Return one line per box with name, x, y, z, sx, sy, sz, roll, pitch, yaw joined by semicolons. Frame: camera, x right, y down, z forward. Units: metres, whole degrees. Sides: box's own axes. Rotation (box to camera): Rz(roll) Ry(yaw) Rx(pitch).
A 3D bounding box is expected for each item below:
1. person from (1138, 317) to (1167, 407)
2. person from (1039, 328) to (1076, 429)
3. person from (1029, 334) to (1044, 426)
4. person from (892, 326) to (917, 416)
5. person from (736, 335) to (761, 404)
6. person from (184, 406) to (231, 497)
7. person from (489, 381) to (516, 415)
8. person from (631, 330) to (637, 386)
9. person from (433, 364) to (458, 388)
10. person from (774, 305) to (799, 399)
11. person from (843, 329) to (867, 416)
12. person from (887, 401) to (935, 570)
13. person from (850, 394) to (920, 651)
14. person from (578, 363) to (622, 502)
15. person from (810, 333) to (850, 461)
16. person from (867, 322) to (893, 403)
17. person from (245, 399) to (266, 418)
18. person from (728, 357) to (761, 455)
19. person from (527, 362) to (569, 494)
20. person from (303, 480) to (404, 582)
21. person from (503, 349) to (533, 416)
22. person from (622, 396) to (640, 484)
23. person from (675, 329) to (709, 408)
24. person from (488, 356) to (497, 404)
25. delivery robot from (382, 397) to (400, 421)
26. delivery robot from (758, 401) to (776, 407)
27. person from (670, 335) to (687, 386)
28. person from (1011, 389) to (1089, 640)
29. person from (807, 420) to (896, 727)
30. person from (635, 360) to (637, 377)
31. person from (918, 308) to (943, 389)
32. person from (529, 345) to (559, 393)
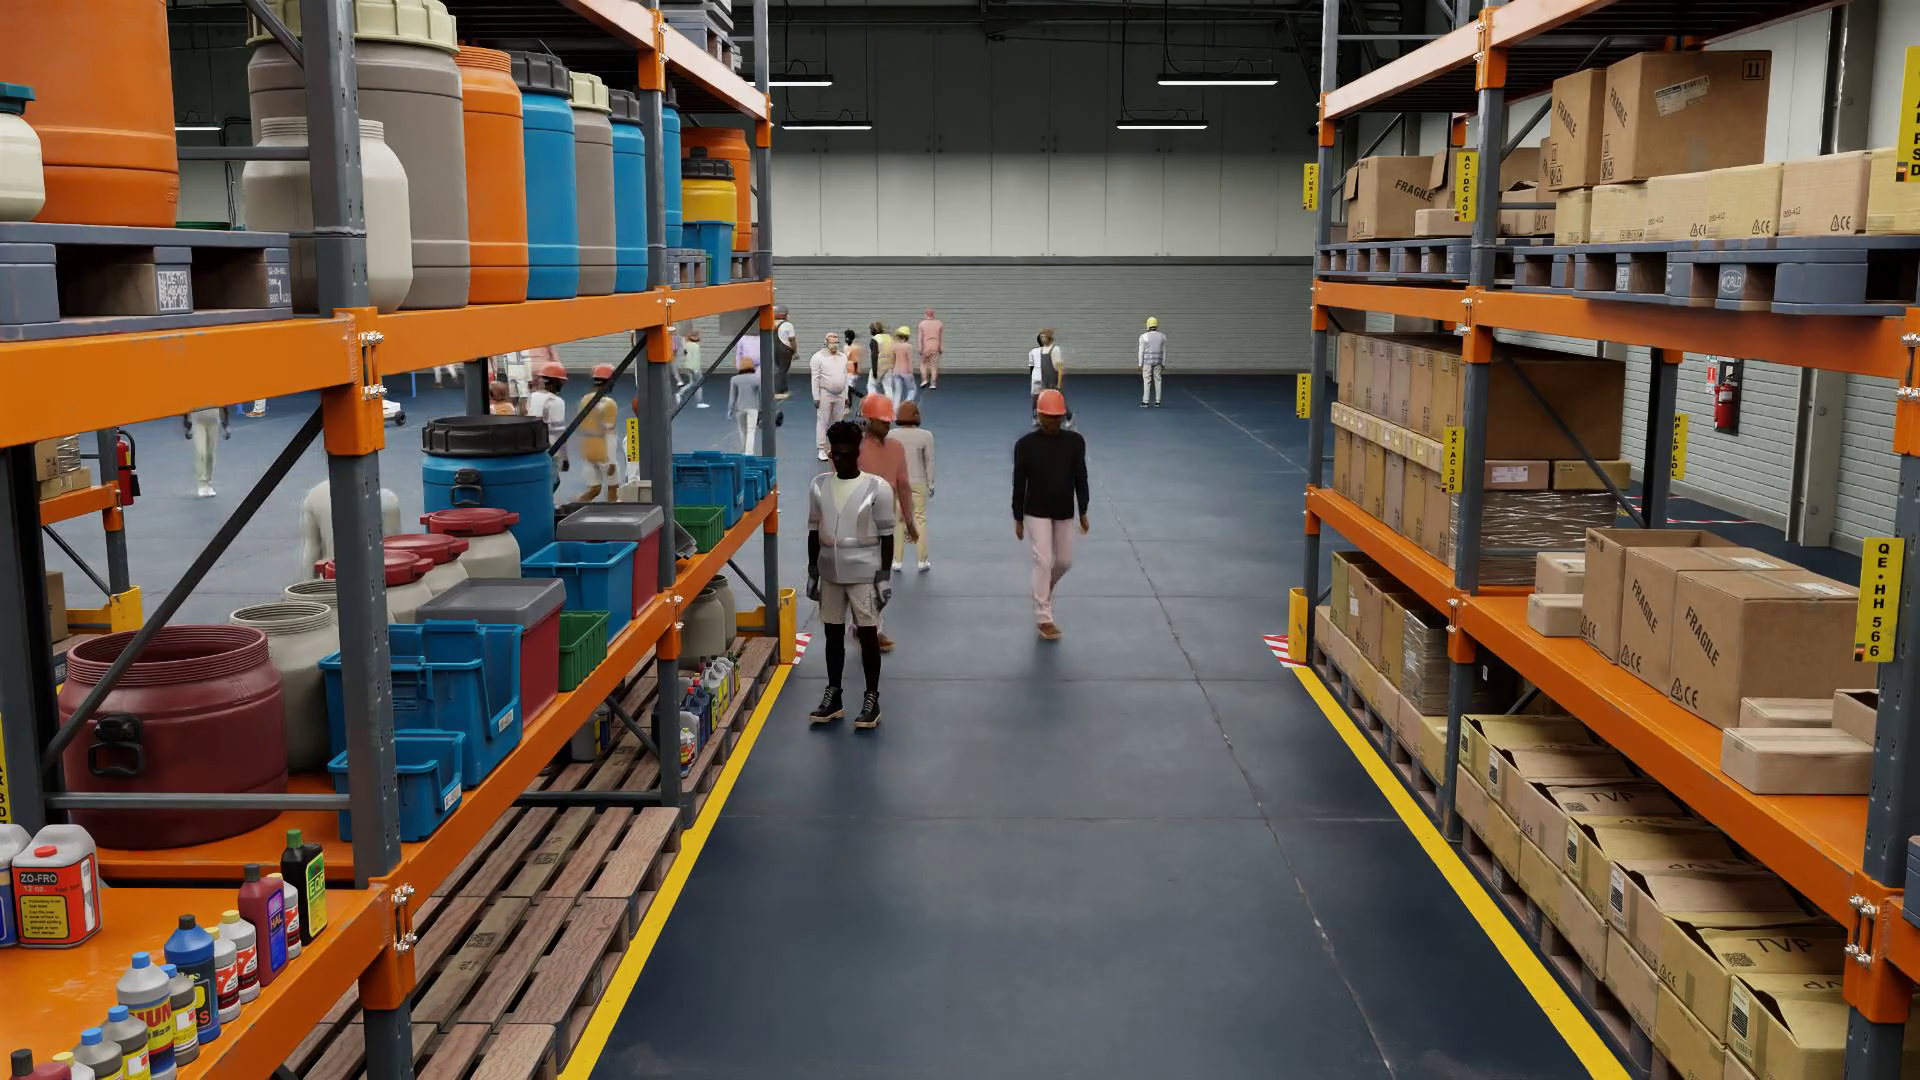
person;3.926;-3.637;34.042;0.594;1.837;0.404;-2;10;-14
person;1.632;-2.749;28.793;0.665;1.815;0.558;-7;12;-35
person;1.492;-2.899;30.051;0.532;1.693;0.319;7;11;34
person;-1.041;-3.145;31.341;0.545;1.748;0.527;8;12;40
person;-4.001;-3.340;32.148;0.650;1.880;0.502;-1;10;-9
person;-9.481;-1.445;20.926;0.510;1.835;0.660;-7;12;-36
person;-5.277;-0.998;18.864;0.632;1.613;0.534;6;11;33
person;-7.656;-4.647;39.994;0.524;1.871;0.322;0;9;-1
person;-12.218;-4.521;39.144;0.711;1.899;0.647;7;12;35
person;-3.790;-4.099;36.323;0.682;2.000;0.871;8;12;40
person;-2.034;-3.254;32.202;0.620;1.678;0.542;-4;10;-22
person;-0.496;-0.522;15.990;0.507;1.631;0.275;0;9;0
person;-0.621;-0.120;12.580;0.483;1.969;0.624;8;12;39
person;-3.820;-0.903;17.441;0.568;1.913;0.712;8;12;40
person;-1.924;-2.154;24.952;0.642;1.907;0.410;-7;12;-38
person;-1.589;-3.290;32.036;0.752;1.806;0.652;8;12;39
person;-13.540;-3.325;31.868;0.368;1.939;0.632;-1;10;-8
person;-3.104;-1.886;24.366;0.523;1.566;0.959;1;10;8
person;-4.395;-0.936;17.670;0.595;1.898;0.564;9;13;43
person;-3.736;0.279;10.445;0.655;1.879;1.035;3;10;17
person;-7.476;-2.775;28.259;0.614;2.043;0.374;7;12;35
person;-2.558;-0.256;13.654;0.355;1.881;0.575;1;10;9
person;-5.457;-3.487;33.804;0.622;1.610;0.505;-6;11;-34
person;-8.893;-3.097;31.018;0.523;1.769;0.314;-2;10;-14
delivery robot;-10.451;-2.361;30.075;0.477;0.478;0.707;3;10;15
delivery robot;-3.568;-2.483;30.029;0.335;0.223;0.698;4;10;22
person;-6.905;-4.628;39.926;0.601;1.865;1.046;-9;13;-43
person;0.690;-0.235;13.281;0.635;1.973;0.681;-4;10;-20
person;-0.711;0.211;10.602;0.614;1.963;0.361;4;10;24
person;-5.119;-2.631;27.711;0.542;1.939;0.361;-5;11;-25
person;-0.711;-4.491;39.024;0.652;1.888;0.569;-3;10;-19
person;-7.862;-3.185;31.236;0.718;1.861;0.824;1;10;6
